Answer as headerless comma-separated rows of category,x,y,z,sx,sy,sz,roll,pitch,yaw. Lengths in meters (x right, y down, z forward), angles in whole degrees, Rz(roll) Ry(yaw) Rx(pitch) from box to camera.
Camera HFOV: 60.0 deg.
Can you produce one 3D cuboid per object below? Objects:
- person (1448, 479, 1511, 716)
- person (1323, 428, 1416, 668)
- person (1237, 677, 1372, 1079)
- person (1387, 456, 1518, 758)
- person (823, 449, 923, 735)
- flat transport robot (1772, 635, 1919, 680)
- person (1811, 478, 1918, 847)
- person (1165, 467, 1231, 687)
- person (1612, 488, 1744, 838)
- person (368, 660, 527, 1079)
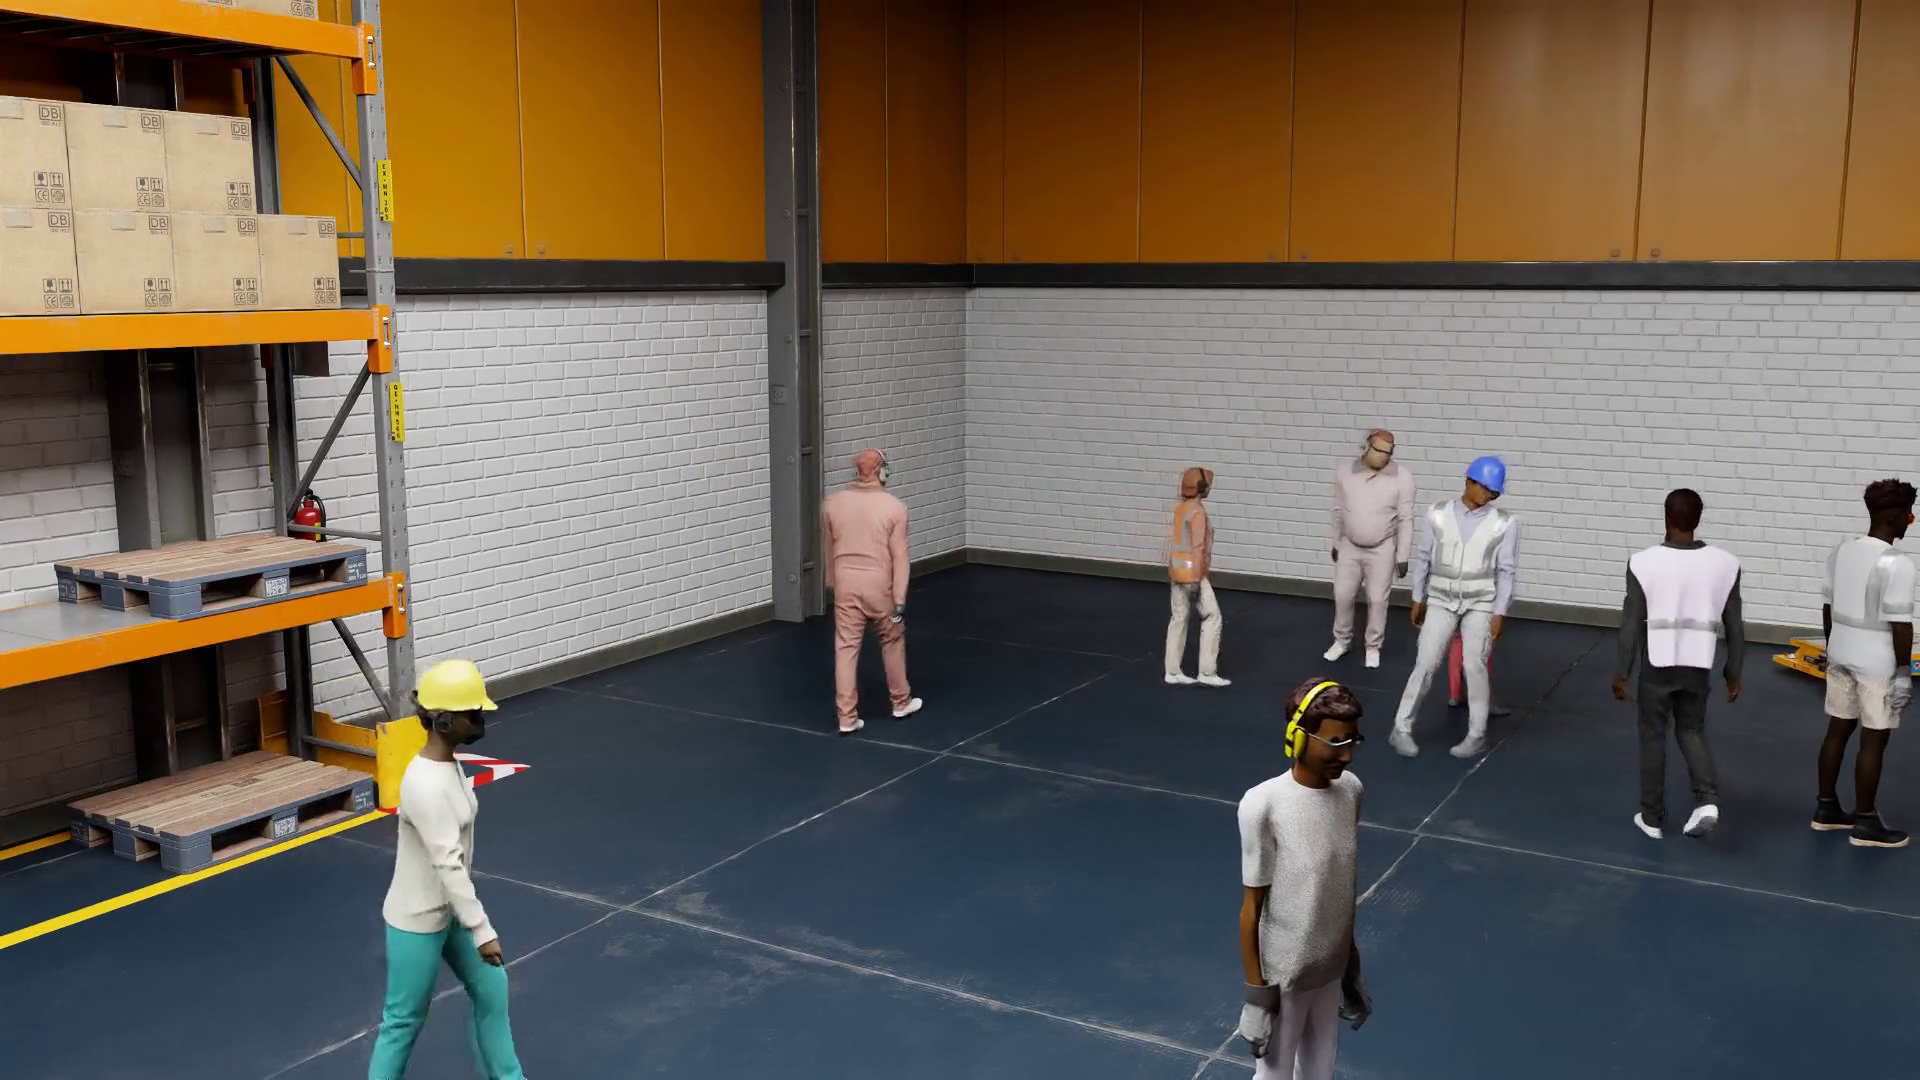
person,3.588,0.323,11.459,0.314,1.769,0.524,-4,10,-26
person,3.149,0.067,12.731,0.670,1.870,0.485,5,10,29
person,1.030,1.319,4.942,0.510,1.865,0.329,-7,12,-38
person,3.103,0.415,10.456,0.725,1.908,0.455,4,10,22
person,-0.576,0.322,11.126,0.666,1.869,0.884,4,10,21
flat transport robot,7.019,0.884,12.612,1.431,0.197,0.652,-2,9,-10
person,4.845,0.640,8.861,0.361,1.963,0.612,-2,9,-10
person,1.762,0.276,12.186,0.575,1.615,0.532,-2,9,-12
person,3.833,0.681,8.830,0.645,1.895,0.555,0,9,2
person,-1.685,1.270,5.660,0.808,1.734,0.547,-1,9,-6
